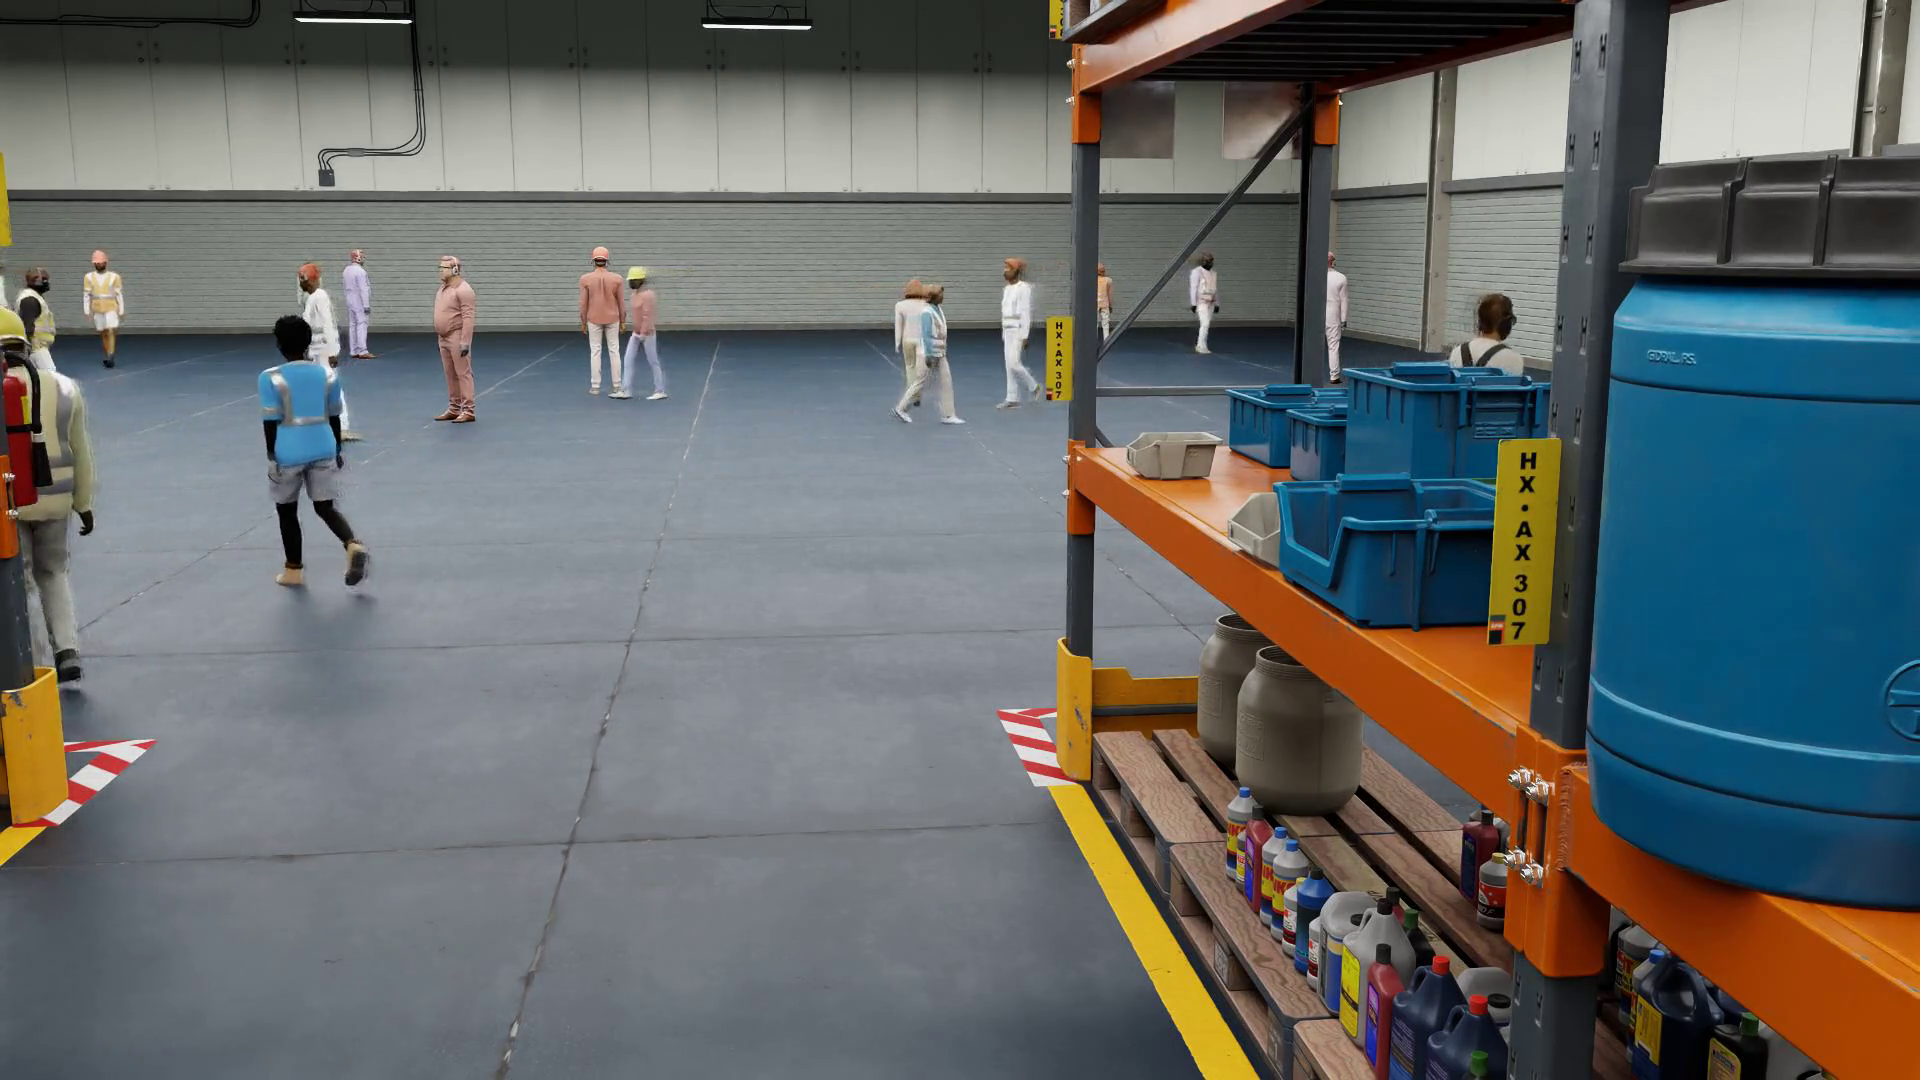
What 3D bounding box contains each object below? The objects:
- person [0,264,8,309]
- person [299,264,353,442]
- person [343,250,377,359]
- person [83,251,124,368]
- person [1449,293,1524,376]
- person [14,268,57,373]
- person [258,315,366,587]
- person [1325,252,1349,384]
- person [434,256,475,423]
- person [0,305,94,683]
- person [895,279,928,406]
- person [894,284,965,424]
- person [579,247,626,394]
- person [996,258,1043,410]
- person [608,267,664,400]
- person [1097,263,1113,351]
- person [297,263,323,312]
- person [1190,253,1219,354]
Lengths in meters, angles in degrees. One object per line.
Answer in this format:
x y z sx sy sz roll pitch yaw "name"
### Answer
-17.329 -4.167 29.830 0.604 1.748 0.532 -5 12 -26 "person"
-6.651 -1.955 17.437 0.344 1.853 0.791 -7 13 -34 "person"
-10.552 -4.143 29.252 0.650 1.906 0.401 10 14 42 "person"
-13.940 -3.733 27.056 0.557 1.881 1.014 -2 11 -13 "person"
3.117 -0.545 9.814 0.953 1.793 0.535 -9 13 -39 "person"
-10.646 -2.199 18.945 0.878 1.794 0.658 -7 12 -32 "person"
-3.899 -0.512 10.000 0.685 1.676 0.535 8 13 38 "person"
5.331 -3.224 24.216 0.638 1.910 0.407 4 11 22 "person"
-5.851 -2.309 19.186 0.641 1.913 0.407 10 14 43 "person"
-4.324 -0.161 7.647 0.426 1.821 0.617 9 13 40 "person"
-0.576 -2.523 21.208 0.505 1.601 0.815 0 10 2 "person"
-0.365 -2.125 19.012 0.797 1.609 0.524 4 11 21 "person"
-4.857 -2.981 22.638 0.622 1.994 0.381 -3 11 -17 "person"
0.710 -2.535 20.534 0.491 1.873 0.605 -5 11 -24 "person"
-4.227 -2.665 21.653 0.832 1.732 0.530 -9 14 -42 "person"
2.604 -4.334 31.034 0.523 1.638 0.310 -1 10 -8 "person"
-13.184 -4.816 33.775 0.498 1.594 0.845 -3 11 -15 "person"
4.502 -4.293 30.281 0.653 1.829 0.521 -9 14 -42 "person"
